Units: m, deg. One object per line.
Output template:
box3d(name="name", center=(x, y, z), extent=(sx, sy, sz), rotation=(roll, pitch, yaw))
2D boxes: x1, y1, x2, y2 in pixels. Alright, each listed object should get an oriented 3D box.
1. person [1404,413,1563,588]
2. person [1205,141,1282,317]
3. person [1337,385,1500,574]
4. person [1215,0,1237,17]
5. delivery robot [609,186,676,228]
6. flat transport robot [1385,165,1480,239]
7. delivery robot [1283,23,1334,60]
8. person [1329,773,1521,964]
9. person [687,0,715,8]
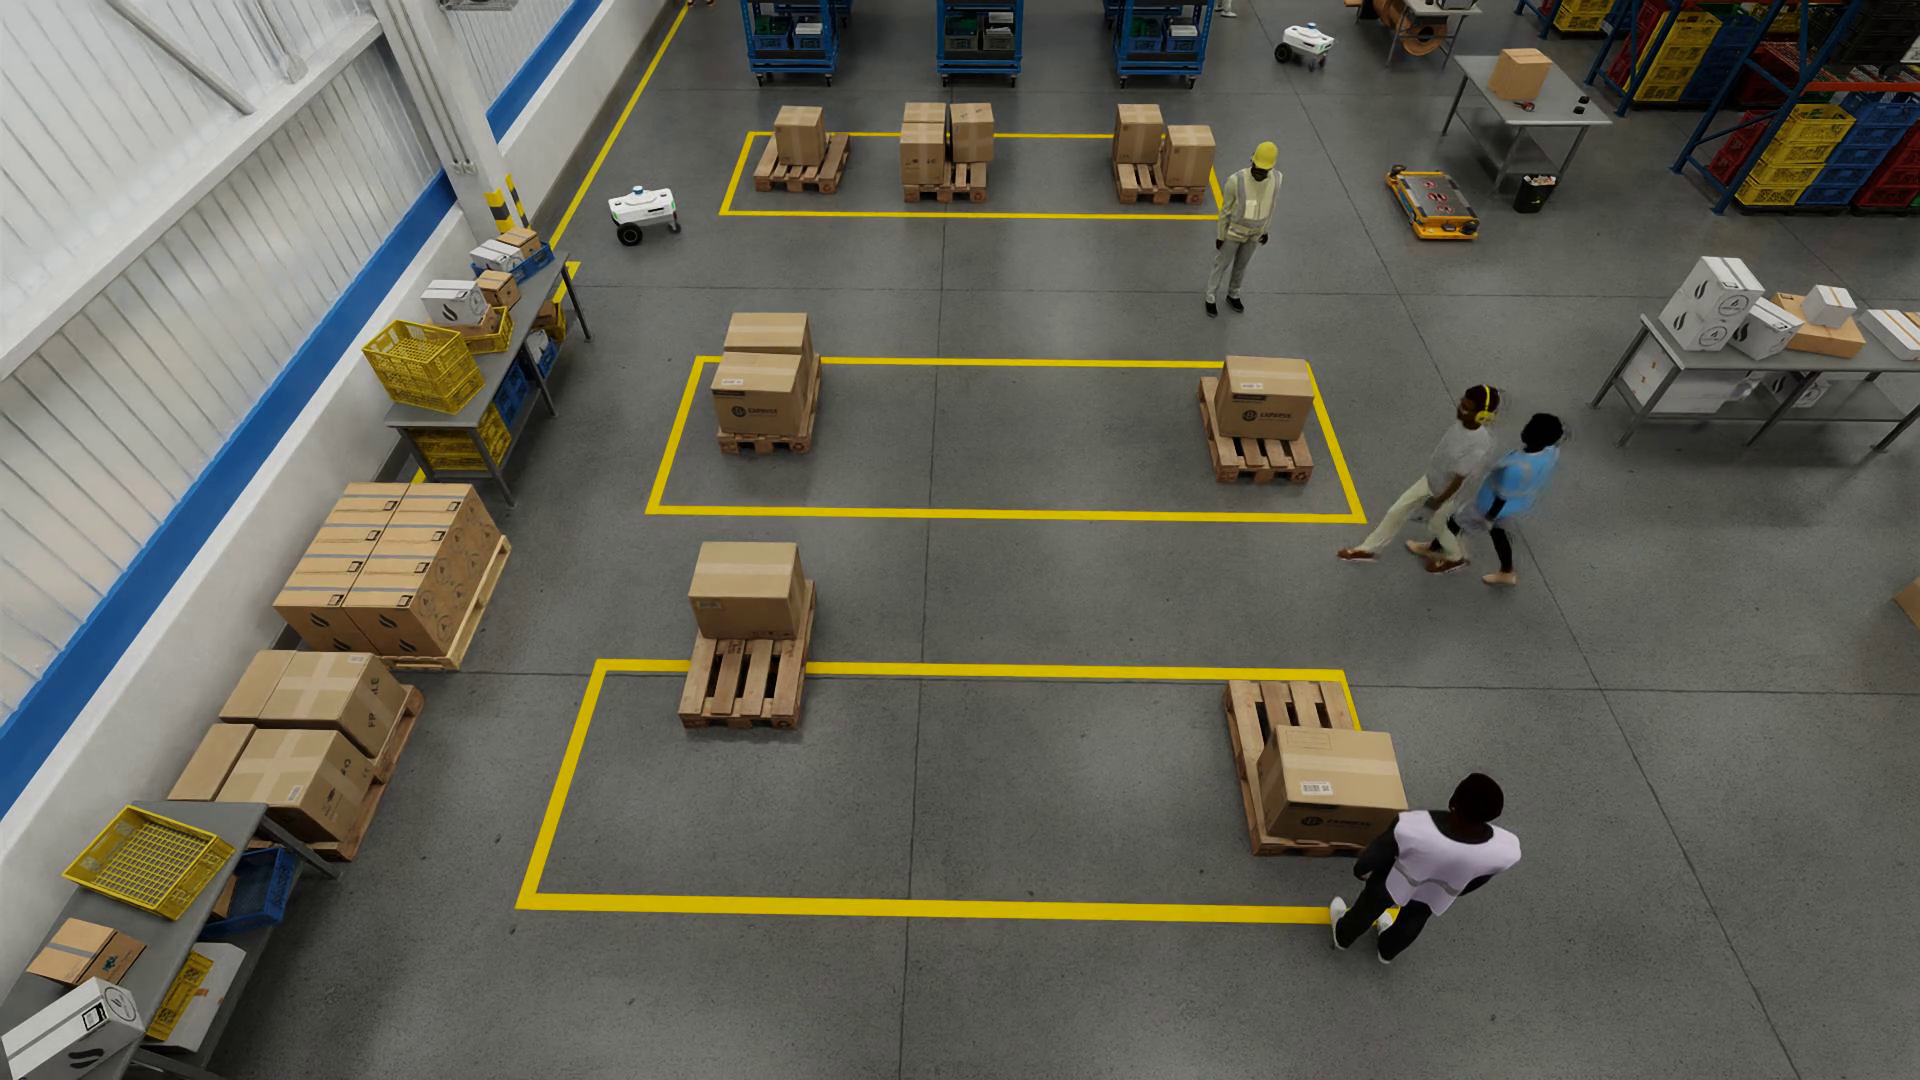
box3d(name="person", center=(4.066, -0.296, 6.857), extent=(0.528, 1.657, 0.808), rotation=(-29, 55, -23))
box3d(name="person", center=(2.844, -3.094, 9.171), extent=(0.591, 1.828, 0.404), rotation=(-11, 50, -9))
box3d(name="person", center=(3.612, -0.400, 6.836), extent=(0.942, 1.835, 0.514), rotation=(0, 49, 0))
box3d(name="person", center=(4.407, -9.332, 14.692), extent=(0.310, 1.642, 0.514), rotation=(-8, 50, -7))
box3d(name="delivery robot", center=(-3.662, -3.847, 10.599), extent=(0.707, 0.478, 0.477), rotation=(-17, 51, -14))
box3d(name="flat transport robot", center=(5.692, -4.094, 11.059), extent=(0.652, 0.197, 1.431), rotation=(1, 49, 1))
box3d(name="delivery robot", center=(5.214, -7.481, 13.744), extent=(0.477, 0.478, 0.707), rotation=(-36, 58, -27))
box3d(name="person", center=(2.424, 1.801, 4.883), extent=(0.592, 1.914, 0.398), rotation=(11, 50, 9))
box3d(name="person", center=(-4.393, -9.762, 14.843), extent=(0.616, 1.983, 0.422), rotation=(-5, 49, -4))
